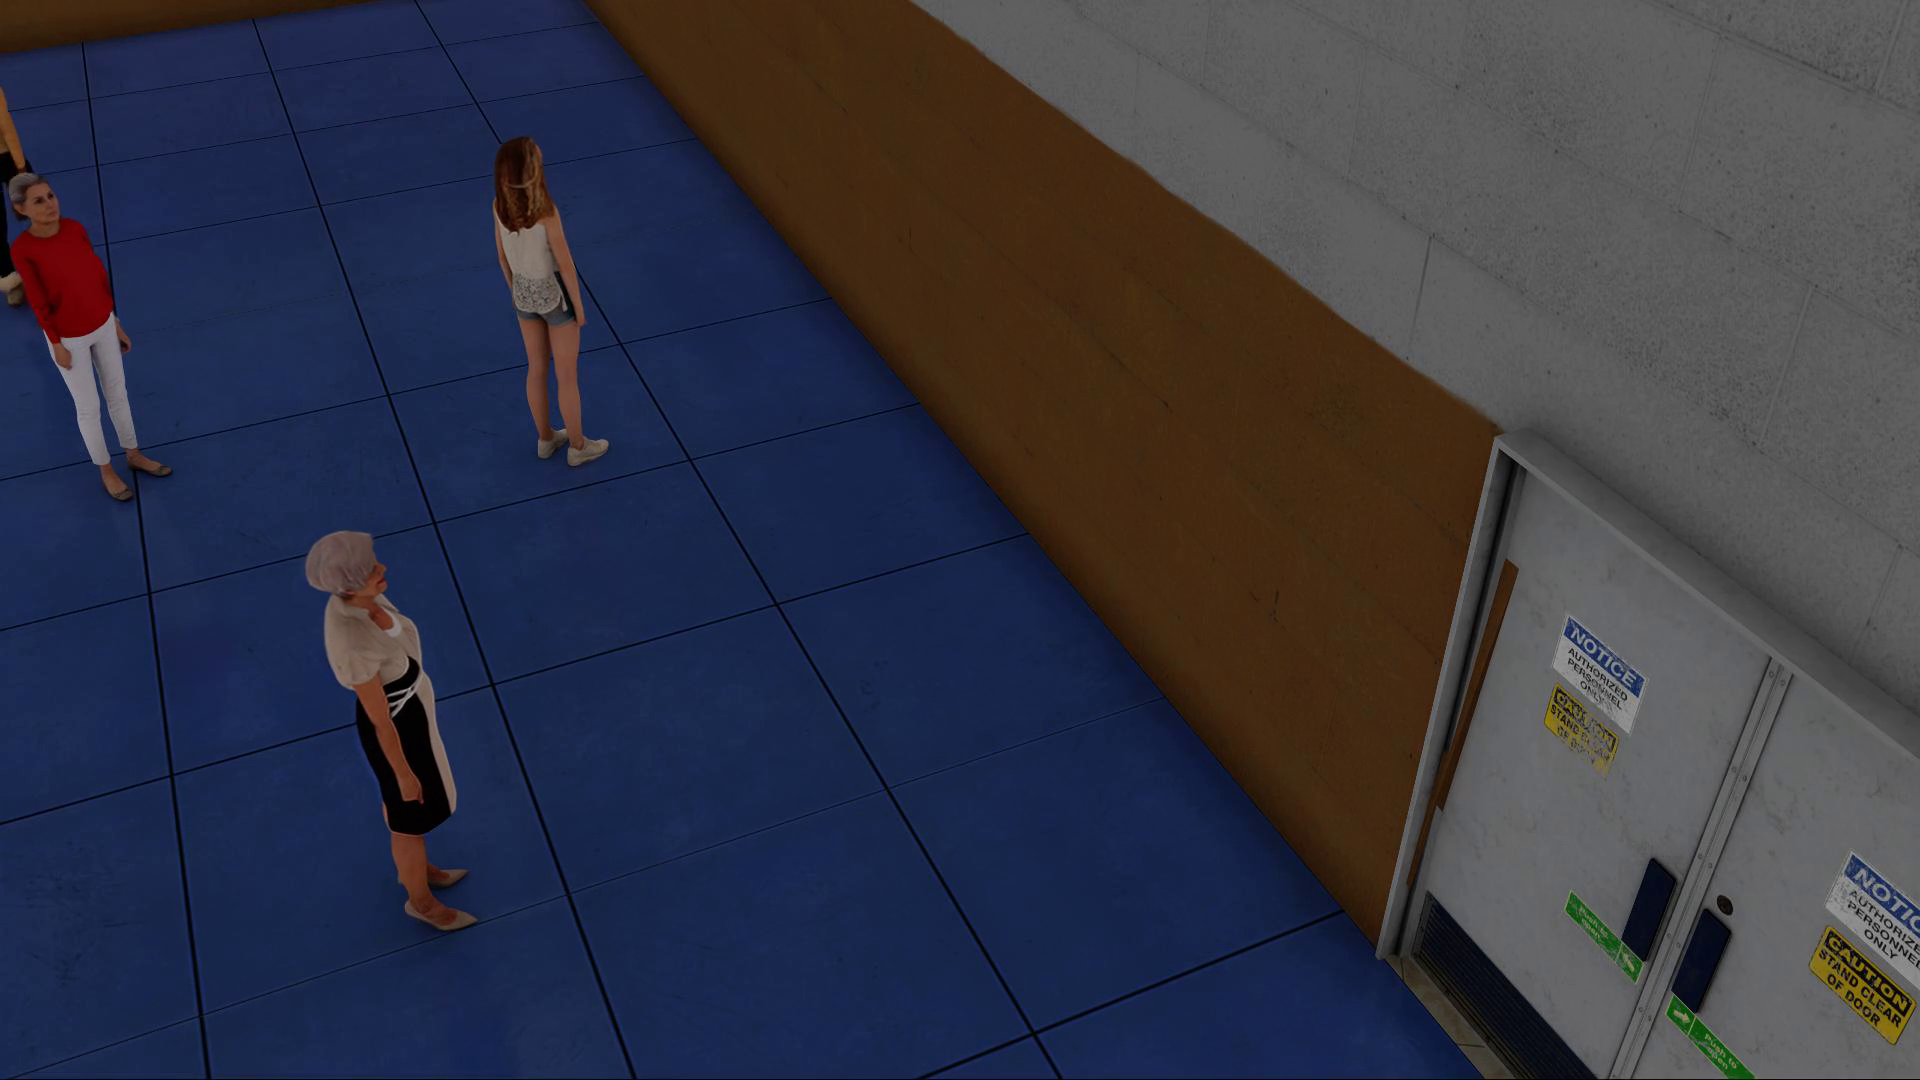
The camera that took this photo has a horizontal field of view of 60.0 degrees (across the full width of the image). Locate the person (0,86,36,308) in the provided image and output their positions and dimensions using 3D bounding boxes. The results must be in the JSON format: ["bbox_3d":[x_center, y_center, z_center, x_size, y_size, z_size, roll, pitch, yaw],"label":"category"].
[{"bbox_3d":[-5.688,-2.154,9.733,1.039,1.631,0.929,-2,37,-2],"label":"person"}]

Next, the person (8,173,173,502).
[{"bbox_3d":[-4.297,-0.999,8.145,0.717,1.690,0.645,18,41,23],"label":"person"}]

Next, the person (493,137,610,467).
[{"bbox_3d":[-2.089,-1.171,8.317,0.654,1.758,0.690,17,40,21],"label":"person"}]

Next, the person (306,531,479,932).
[{"bbox_3d":[-1.999,0.688,5.843,0.546,1.754,0.658,-12,39,-16],"label":"person"}]
